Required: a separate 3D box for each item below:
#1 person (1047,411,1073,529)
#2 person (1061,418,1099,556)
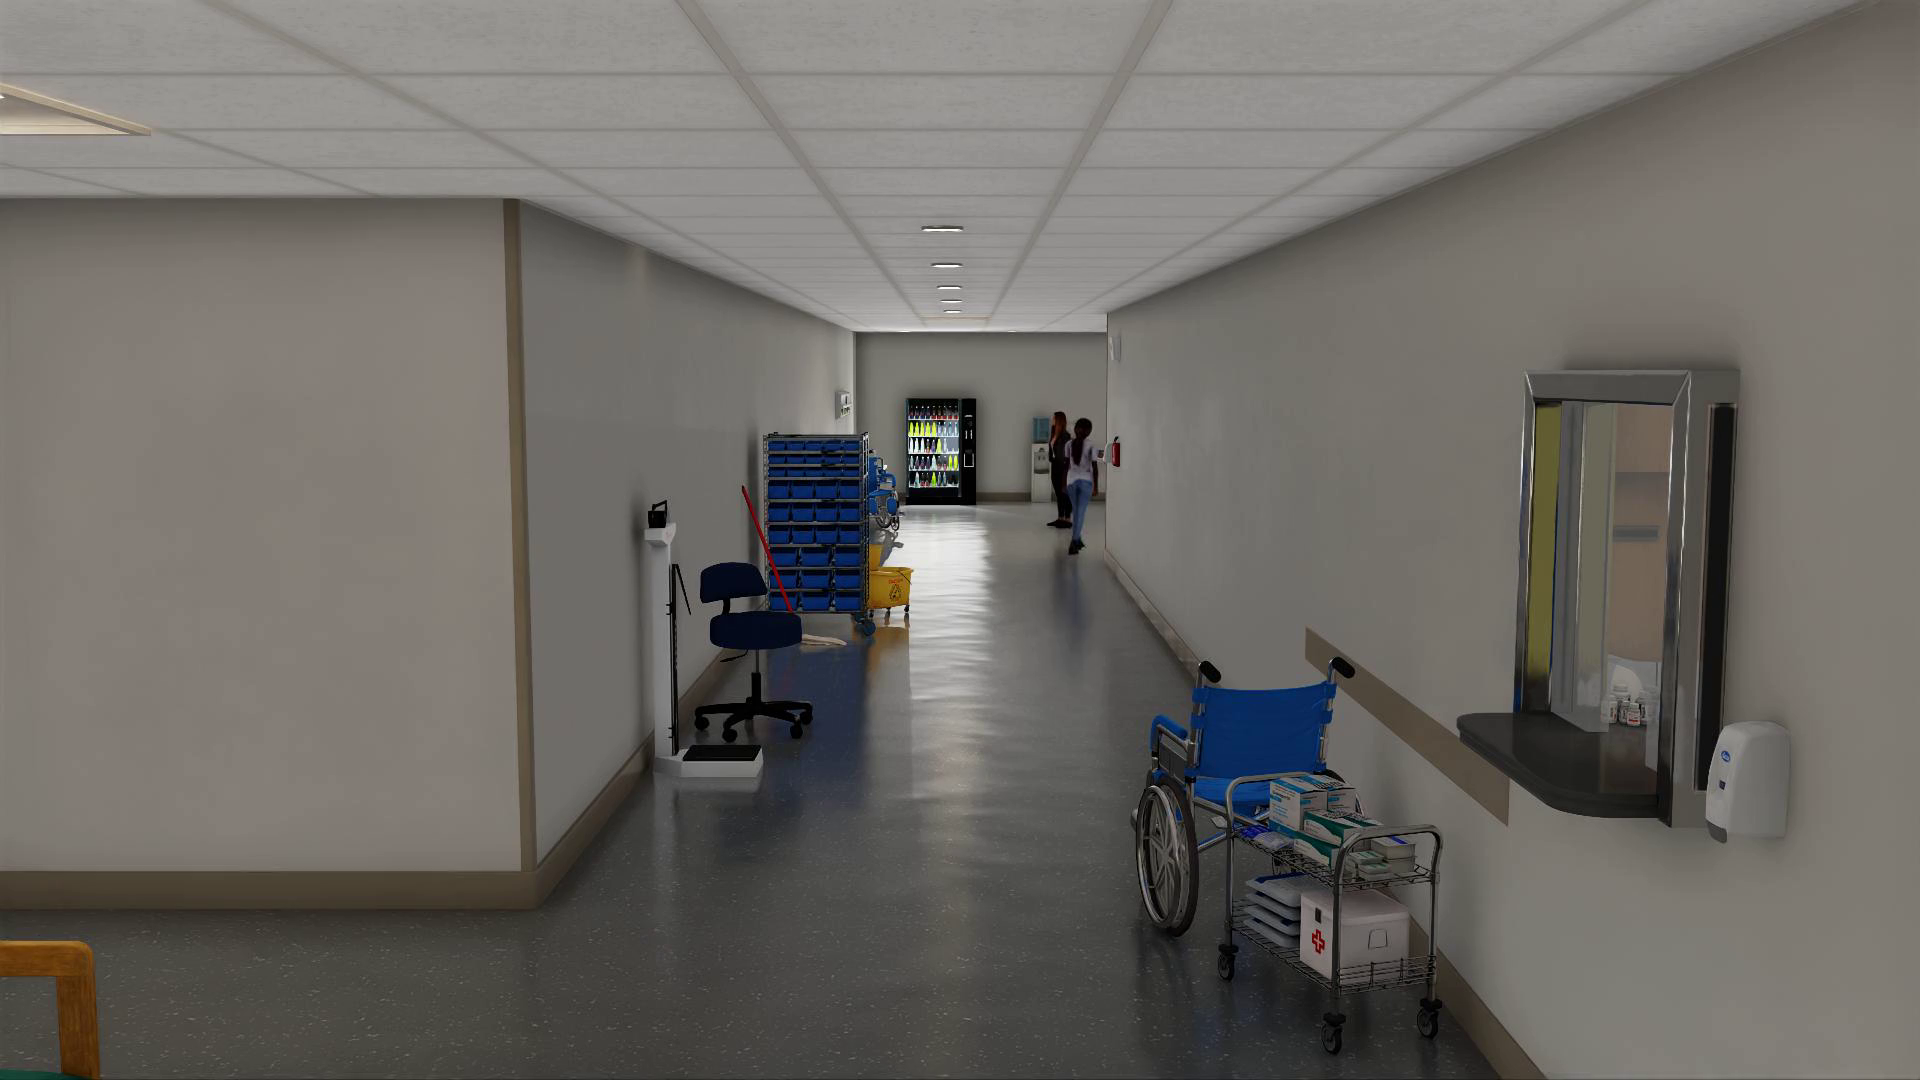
[{"bbox_3d":[1.498,-1.039,24.510,0.655,1.710,0.682,-2,6,-21],"label":"person"},{"bbox_3d":[1.463,-0.646,20.687,0.946,1.694,0.890,2,6,23],"label":"person"}]
